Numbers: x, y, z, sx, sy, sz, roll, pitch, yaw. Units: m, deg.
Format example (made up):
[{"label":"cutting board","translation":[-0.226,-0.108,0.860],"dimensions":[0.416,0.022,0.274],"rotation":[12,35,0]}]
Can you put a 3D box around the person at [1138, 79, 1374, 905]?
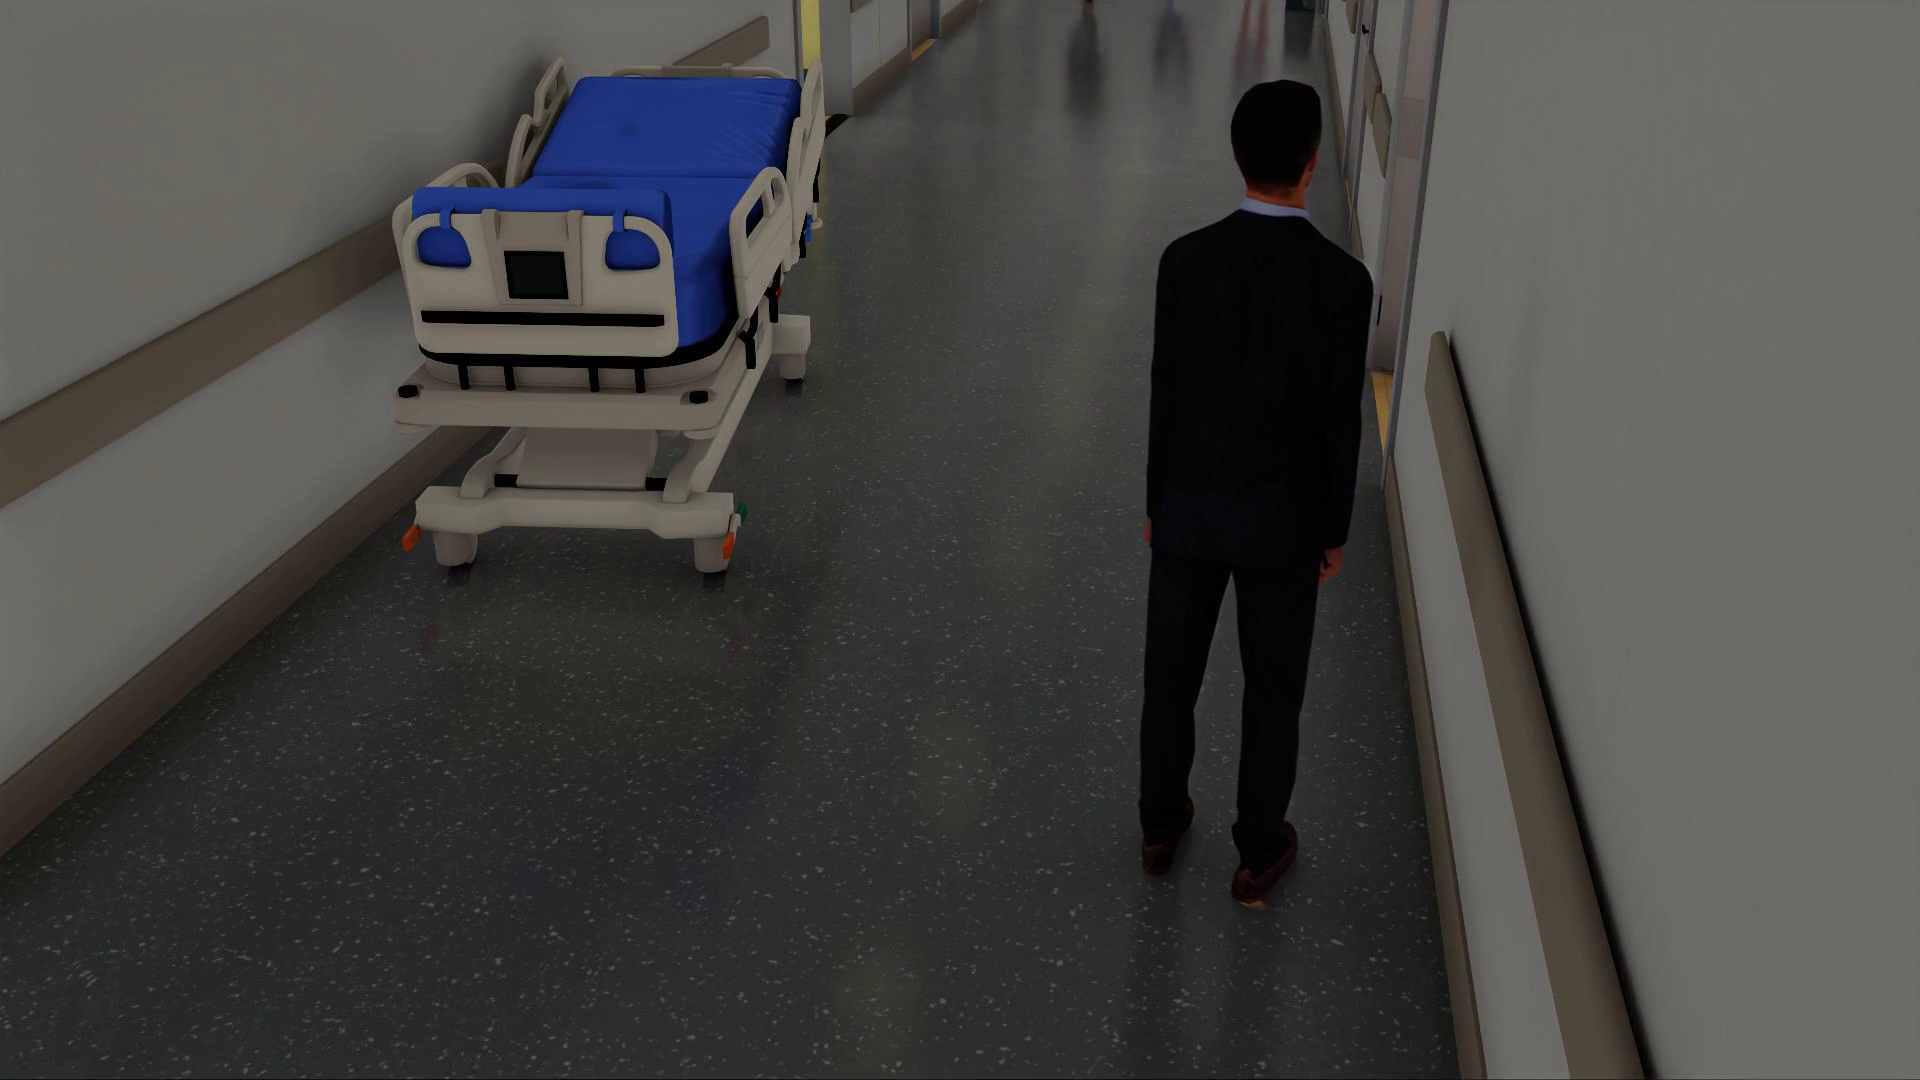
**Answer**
[{"label":"person","translation":[0.618,-0.060,3.676],"dimensions":[0.574,1.867,0.710],"rotation":[8,27,16]}]
